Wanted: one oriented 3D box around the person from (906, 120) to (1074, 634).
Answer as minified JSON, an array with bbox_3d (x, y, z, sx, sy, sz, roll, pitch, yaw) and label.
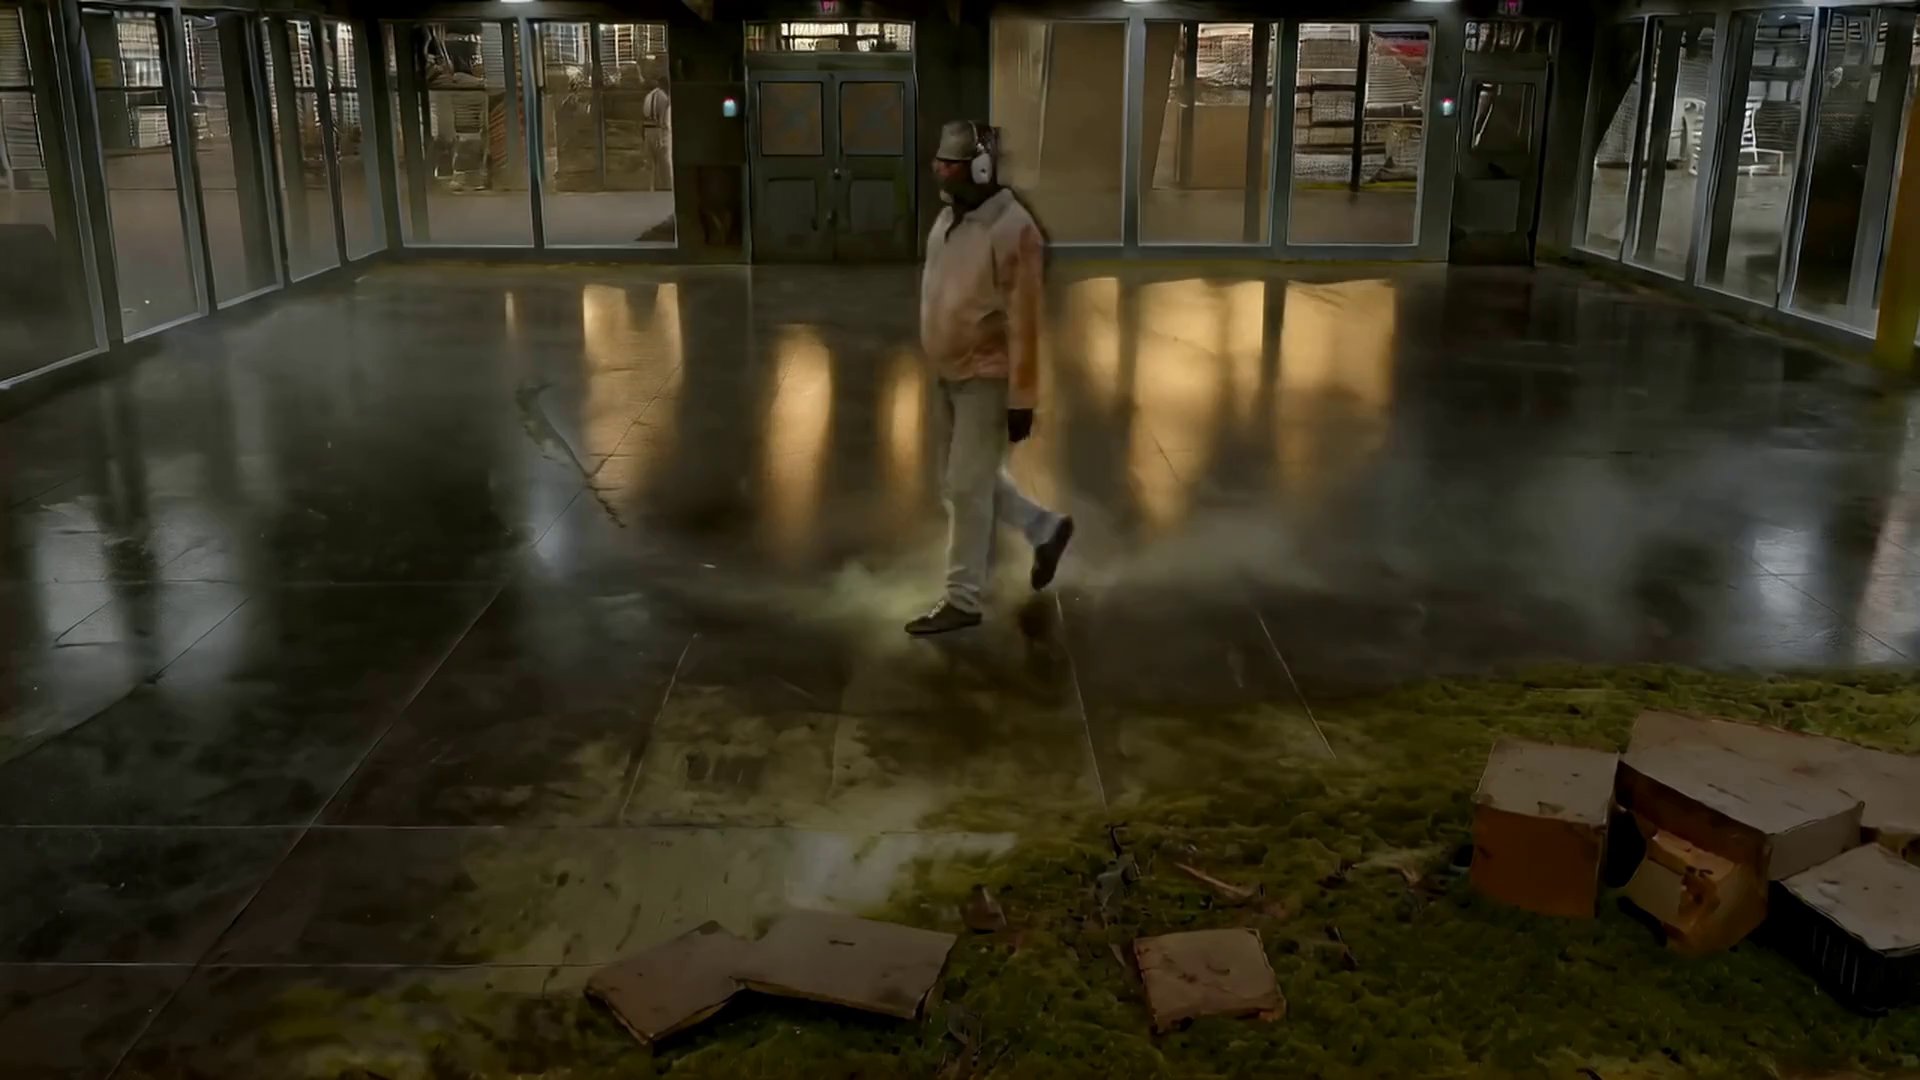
[{"bbox_3d":[0.124,-0.602,6.200,0.715,1.886,0.649,-8,18,-27],"label":"person"}]
